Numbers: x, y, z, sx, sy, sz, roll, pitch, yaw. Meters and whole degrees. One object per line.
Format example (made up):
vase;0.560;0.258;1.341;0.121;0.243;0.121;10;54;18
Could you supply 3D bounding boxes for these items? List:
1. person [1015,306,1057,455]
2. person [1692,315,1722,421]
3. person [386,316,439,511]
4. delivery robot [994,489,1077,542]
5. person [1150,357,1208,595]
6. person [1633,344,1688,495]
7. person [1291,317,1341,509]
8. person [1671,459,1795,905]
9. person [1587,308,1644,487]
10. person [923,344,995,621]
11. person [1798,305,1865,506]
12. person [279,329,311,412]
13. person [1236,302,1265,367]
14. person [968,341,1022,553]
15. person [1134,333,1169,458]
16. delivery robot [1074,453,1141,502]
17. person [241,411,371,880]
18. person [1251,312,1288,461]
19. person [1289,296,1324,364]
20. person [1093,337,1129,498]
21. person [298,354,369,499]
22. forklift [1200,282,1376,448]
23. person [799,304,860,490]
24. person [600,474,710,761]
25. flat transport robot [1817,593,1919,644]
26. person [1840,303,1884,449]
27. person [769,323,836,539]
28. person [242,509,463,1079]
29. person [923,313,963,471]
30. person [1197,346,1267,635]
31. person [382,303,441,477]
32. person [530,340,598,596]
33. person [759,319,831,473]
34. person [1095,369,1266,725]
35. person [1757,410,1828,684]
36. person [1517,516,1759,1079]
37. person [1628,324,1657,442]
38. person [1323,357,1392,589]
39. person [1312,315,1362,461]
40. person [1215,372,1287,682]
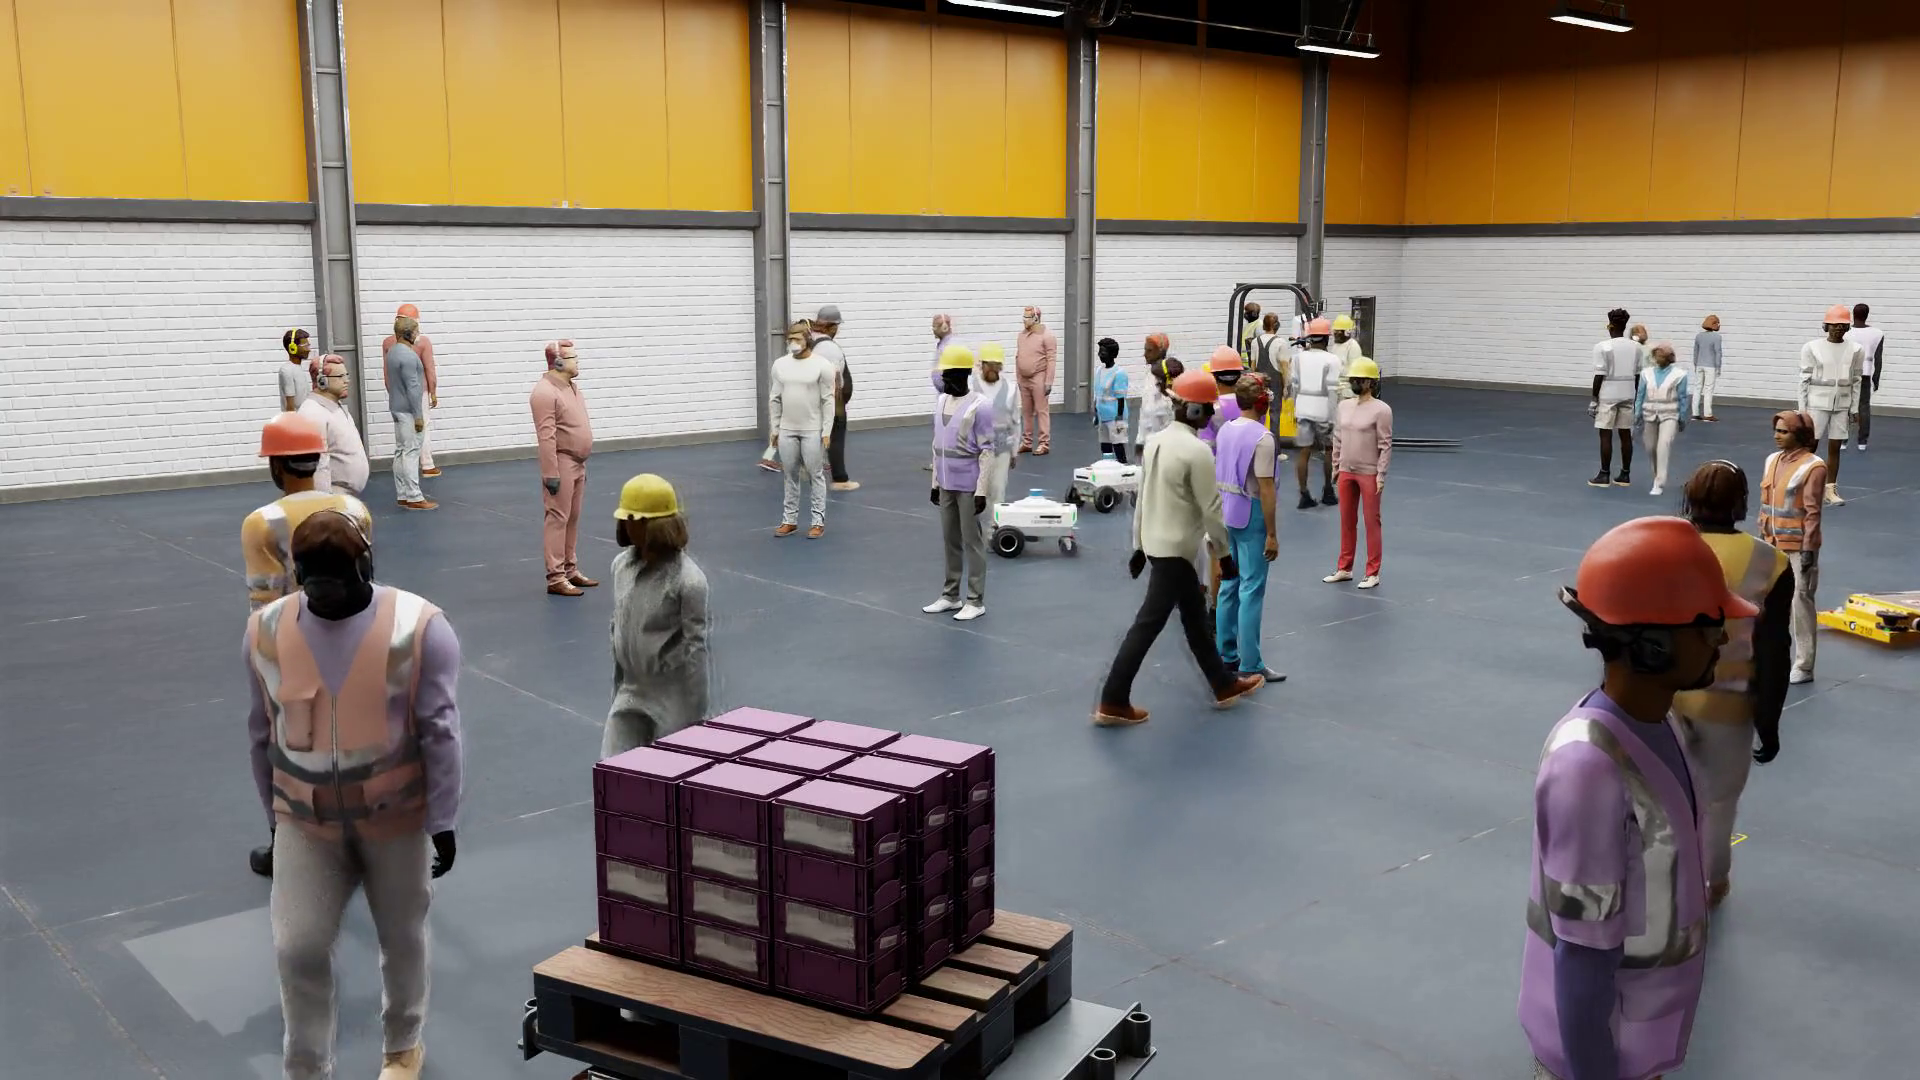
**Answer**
person;0.931;-2.033;21.244;0.399;1.905;0.642;-9;13;-42
person;11.501;-2.641;25.591;0.277;1.632;0.502;-4;10;-21
person;-5.499;-1.258;16.603;0.372;1.940;0.632;-7;12;-35
delivery robot;0.641;-0.193;14.138;0.707;0.478;0.477;0;10;1
person;1.644;-0.429;12.159;0.595;1.807;0.664;-2;10;-11
person;7.569;-1.314;17.911;0.502;1.612;0.760;9;13;42
person;3.621;-1.283;16.821;0.551;1.911;0.725;7;12;34
person;2.749;0.589;6.231;0.639;1.797;0.945;6;11;32
person;7.191;-1.557;18.273;0.608;1.965;0.369;-2;10;-13
person;-0.008;-0.404;11.636;0.369;1.928;0.586;-8;12;-38
person;8.848;-1.363;16.914;0.606;2.044;0.373;1;10;8
person;-6.076;-1.005;15.334;0.315;1.866;0.533;-2;10;-11
person;4.368;-2.646;25.012;0.429;1.846;0.621;-2;10;-12
person;0.234;-0.816;14.368;0.605;1.819;0.609;-1;10;-7
person;1.744;-0.865;14.503;0.471;1.869;0.574;-2;10;-12
delivery robot;1.480;-0.628;16.685;0.707;0.478;0.477;-8;13;-39
person;-2.636;0.444;6.717;0.479;1.937;0.557;8;12;39
person;3.838;-1.895;20.608;0.508;1.846;0.345;8;13;40
person;5.671;-3.044;27.226;0.574;1.882;0.355;-3;10;-17
person;1.586;-1.284;17.493;0.323;1.689;0.537;-4;11;-24
person;-4.030;-0.245;10.765;0.410;1.909;0.643;-2;10;-9
forklift;4.328;-2.346;22.227;2.313;2.155;1.214;3;10;16
person;-1.460;-1.543;17.971;0.647;2.000;0.727;-6;11;-31
person;-1.163;0.603;6.296;0.515;1.725;0.362;7;12;35
flat transport robot;6.612;0.500;11.182;1.431;0.197;0.652;-2;10;-13
person;11.769;-2.142;21.840;0.597;1.916;0.371;2;10;14
person;-1.423;-0.978;14.965;0.631;1.940;0.372;3;10;19
person;-1.748;0.826;4.771;0.631;1.814;0.791;-1;10;-8
person;-0.021;-1.736;19.586;0.752;1.873;0.646;-3;10;-16
person;1.780;-0.330;11.190;0.548;1.931;0.381;-5;11;-25
person;-6.279;-1.704;19.053;0.608;1.995;0.377;1;10;6
person;-2.963;-0.546;12.515;0.410;1.913;0.651;1;10;6
person;-1.945;-1.682;19.499;0.905;1.816;0.537;-5;11;-27
person;1.199;0.043;9.018;1.069;1.930;0.601;-3;10;-15
person;4.951;0.038;9.933;0.317;1.630;0.510;-2;10;-10
person;1.296;0.966;3.268;0.367;2.048;0.607;5;11;29
person;9.169;-2.120;22.577;0.518;1.617;0.366;9;13;41
person;3.061;-0.516;12.754;0.309;1.772;0.525;-8;12;-38
person;4.698;-1.858;20.482;0.463;1.829;0.603;-2;10;-13
person;1.708;-0.076;9.942;0.389;1.850;0.564;-4;10;-21
